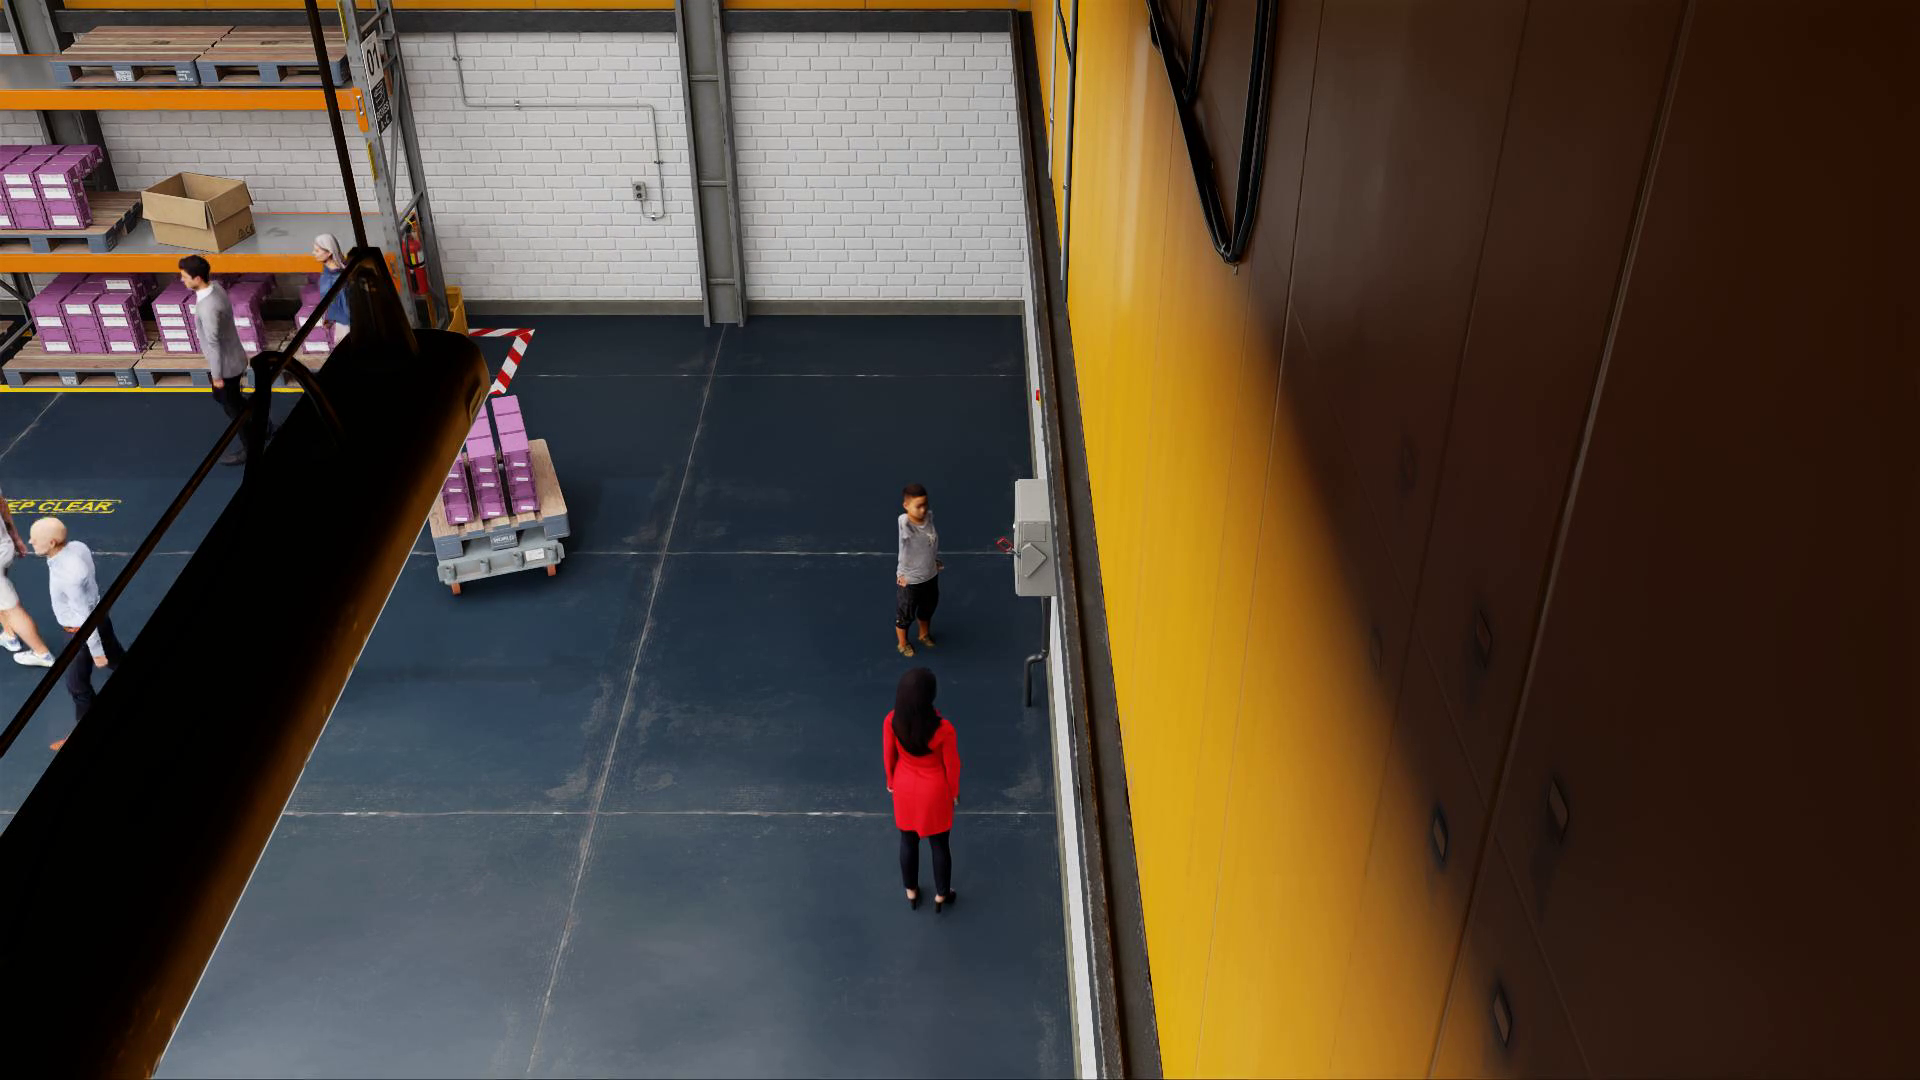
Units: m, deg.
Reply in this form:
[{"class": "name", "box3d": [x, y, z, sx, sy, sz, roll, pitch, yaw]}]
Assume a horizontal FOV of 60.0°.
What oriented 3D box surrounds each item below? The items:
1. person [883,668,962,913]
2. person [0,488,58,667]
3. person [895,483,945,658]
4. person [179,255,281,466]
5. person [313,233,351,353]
[{"class": "person", "box3d": [-0.213, 1.461, 9.606, 0.642, 1.749, 0.746, 9, 35, 13]}, {"class": "person", "box3d": [-6.658, 0.128, 11.534, 0.920, 1.834, 0.792, 5, 34, 8]}, {"class": "person", "box3d": [-0.309, 0.168, 11.818, 0.617, 1.452, 0.693, -25, 41, -32]}, {"class": "person", "box3d": [-6.065, -1.512, 13.933, 0.905, 1.910, 0.877, -10, 35, -14]}, {"class": "person", "box3d": [-5.354, -1.950, 14.807, 1.011, 1.673, 0.829, -12, 36, -18]}]
